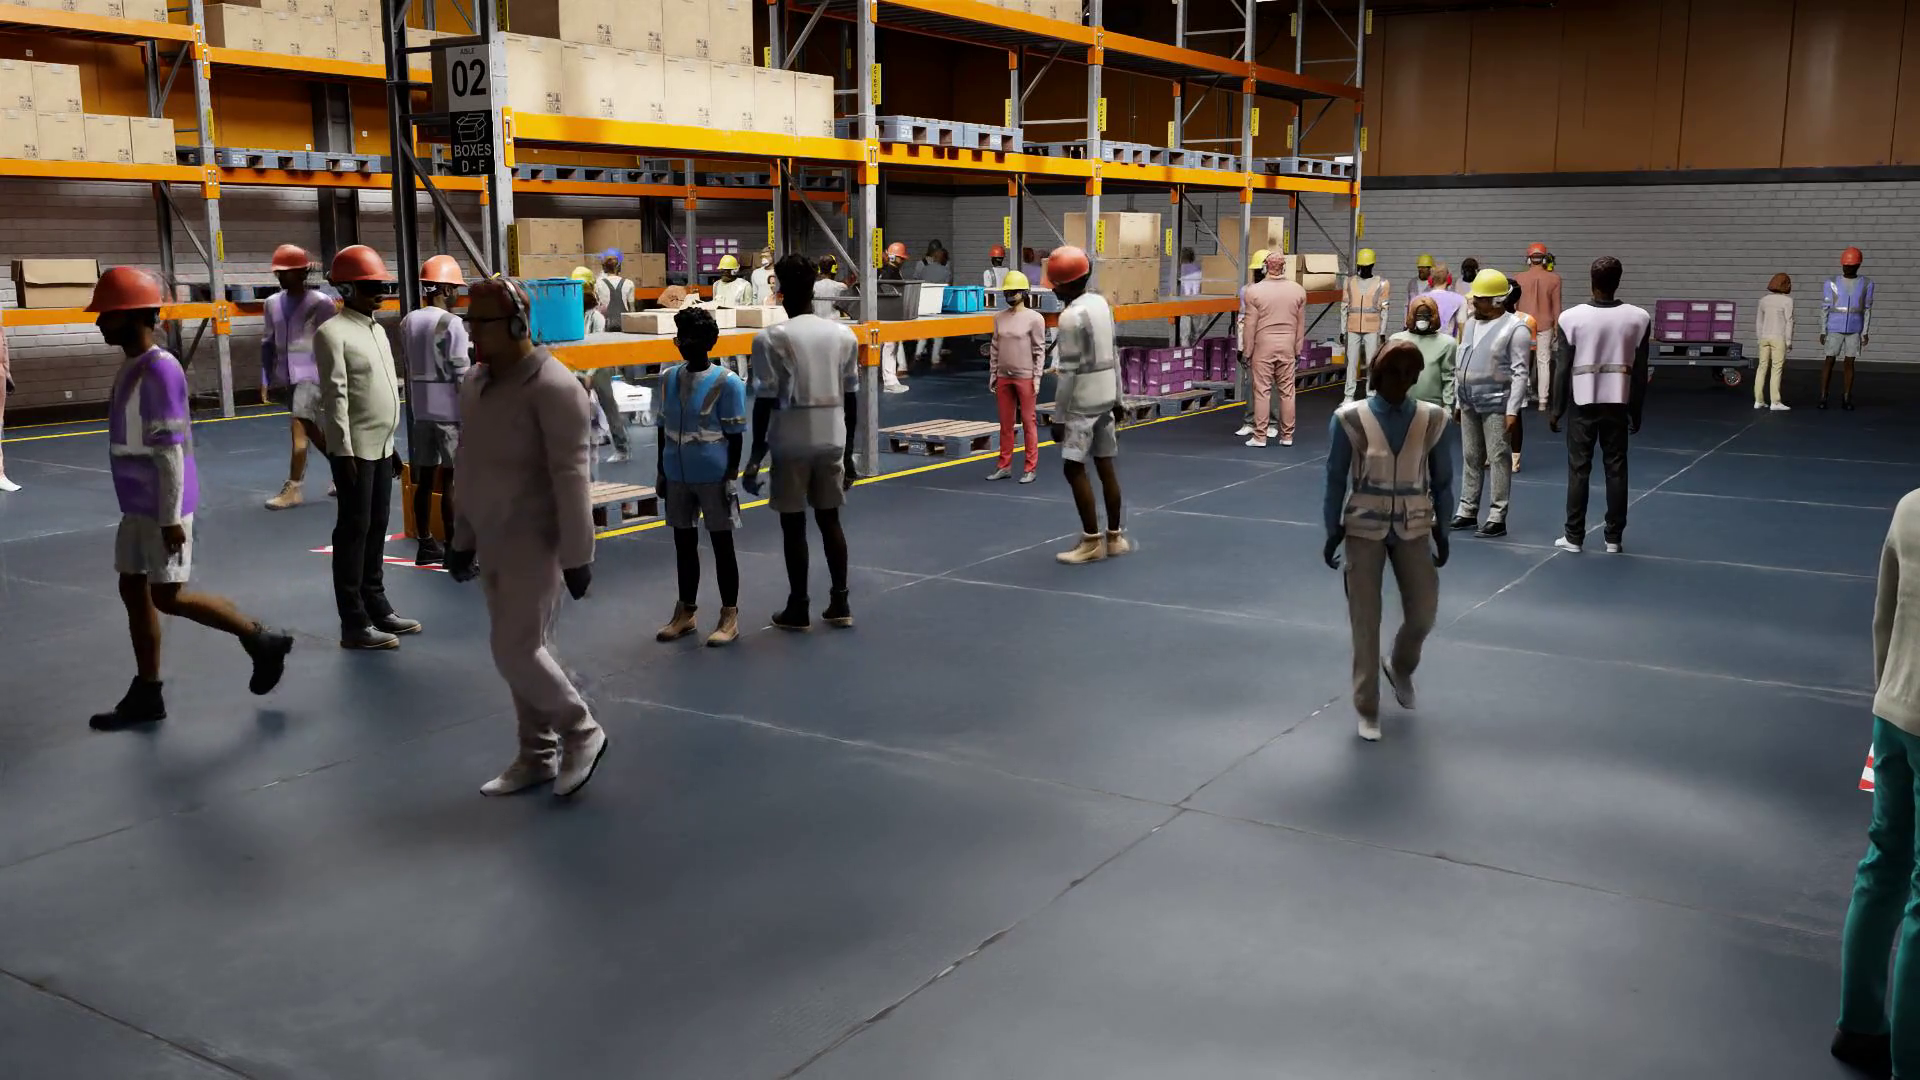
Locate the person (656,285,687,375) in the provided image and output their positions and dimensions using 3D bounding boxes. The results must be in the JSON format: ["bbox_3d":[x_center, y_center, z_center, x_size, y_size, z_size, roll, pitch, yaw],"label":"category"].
[{"bbox_3d":[-2.483,-1.398,14.510,0.289,1.632,0.497,-2,10,-13],"label":"person"}]

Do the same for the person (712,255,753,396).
[{"bbox_3d":[-2.966,-2.766,21.541,0.599,1.827,0.403,4,11,22],"label":"person"}]

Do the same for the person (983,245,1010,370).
[{"bbox_3d":[0.586,-3.607,25.893,0.545,1.942,0.350,-6,12,-32],"label":"person"}]

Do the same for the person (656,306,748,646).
[{"bbox_3d":[-1.307,-0.316,8.338,0.535,1.697,0.318,5,11,27],"label":"person"}]

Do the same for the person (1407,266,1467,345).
[{"bbox_3d":[4.732,-1.854,16.693,0.595,1.776,0.902,8,13,37],"label":"person"}]

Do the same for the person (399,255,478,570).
[{"bbox_3d":[-3.184,-0.783,10.287,0.543,1.932,0.384,6,12,31],"label":"person"}]

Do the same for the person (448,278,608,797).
[{"bbox_3d":[-1.599,0.016,5.970,0.415,1.894,0.661,-9,14,-42],"label":"person"}]

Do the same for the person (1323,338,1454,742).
[{"bbox_3d":[1.755,-0.012,6.840,0.535,1.630,0.499,1,10,4],"label":"person"}]

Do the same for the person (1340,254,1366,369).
[{"bbox_3d":[6.215,-3.591,26.137,0.458,1.824,0.648,7,12,33],"label":"person"}]

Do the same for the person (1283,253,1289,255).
[{"bbox_3d":[5.302,-3.714,26.744,0.362,1.858,0.507,-3,11,-18],"label":"person"}]

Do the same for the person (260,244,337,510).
[{"bbox_3d":[-5.054,-1.275,12.835,0.625,2.001,1.041,4,11,19],"label":"person"}]

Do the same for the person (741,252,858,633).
[{"bbox_3d":[-0.807,-0.493,8.585,0.624,1.966,0.371,-8,13,-36],"label":"person"}]

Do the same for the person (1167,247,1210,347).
[{"bbox_3d":[3.460,-3.477,25.233,0.648,1.911,0.759,1,10,3],"label":"person"}]

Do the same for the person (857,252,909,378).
[{"bbox_3d":[-1.188,-3.280,24.356,0.960,1.835,0.596,-3,11,-18],"label":"person"}]

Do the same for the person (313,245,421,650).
[{"bbox_3d":[-2.968,-0.463,8.318,0.378,1.996,0.611,1,10,4],"label":"person"}]

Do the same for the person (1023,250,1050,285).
[{"bbox_3d":[1.131,-3.725,26.772,0.708,1.865,0.620,9,14,42],"label":"person"}]

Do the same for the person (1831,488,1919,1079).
[{"bbox_3d":[2.322,0.454,3.879,0.318,1.767,0.534,0,10,2],"label":"person"}]

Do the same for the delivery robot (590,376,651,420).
[{"bbox_3d":[-3.707,-1.535,17.994,0.707,0.478,0.477,-8,13,-39],"label":"delivery robot"}]

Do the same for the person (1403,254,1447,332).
[{"bbox_3d":[6.237,-2.925,22.413,0.586,1.833,0.403,8,13,38],"label":"person"}]

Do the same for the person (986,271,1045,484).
[{"bbox_3d":[0.465,-1.354,13.894,0.524,1.770,0.315,7,13,35],"label":"person"}]

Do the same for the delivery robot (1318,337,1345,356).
[{"bbox_3d":[5.568,-2.805,25.033,0.707,0.478,0.477,-1,10,-5],"label":"delivery robot"}]

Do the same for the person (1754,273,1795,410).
[{"bbox_3d":[9.753,-2.374,19.911,0.286,1.633,0.500,-4,11,-21],"label":"person"}]

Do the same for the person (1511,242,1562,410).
[{"bbox_3d":[6.840,-2.537,19.821,0.610,1.993,0.380,3,11,14],"label":"person"}]

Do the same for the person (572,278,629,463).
[{"bbox_3d":[-3.364,-1.499,14.930,0.494,1.684,0.939,7,13,36],"label":"person"}]

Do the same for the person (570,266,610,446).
[{"bbox_3d":[-3.680,-1.807,16.412,0.525,1.768,0.319,6,12,32],"label":"person"}]

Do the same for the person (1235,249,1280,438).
[{"bbox_3d":[3.112,-2.008,17.075,0.591,1.923,0.381,7,13,35],"label":"person"}]

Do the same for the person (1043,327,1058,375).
[{"bbox_3d":[1.502,-3.408,25.065,0.429,1.842,0.632,-6,12,-30],"label":"person"}]

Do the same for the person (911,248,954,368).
[{"bbox_3d":[-0.436,-3.647,26.227,0.680,1.906,0.583,8,13,36],"label":"person"}]

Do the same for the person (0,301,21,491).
[{"bbox_3d":[-7.816,-1.303,13.222,0.403,1.906,0.651,4,11,21],"label":"person"}]

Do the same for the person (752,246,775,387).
[{"bbox_3d":[-2.604,-3.057,22.852,0.627,1.941,0.370,4,11,23],"label":"person"}]

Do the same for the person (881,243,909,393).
[{"bbox_3d":[-0.869,-2.961,22.191,0.392,1.986,0.610,2,10,9],"label":"person"}]

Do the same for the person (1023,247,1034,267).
[{"bbox_3d":[1.226,-4.506,31.035,0.337,1.881,0.584,-3,11,-15],"label":"person"}]

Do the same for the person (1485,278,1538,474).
[{"bbox_3d":[4.731,-1.423,14.460,0.317,1.698,0.540,-9,14,-42],"label":"person"}]

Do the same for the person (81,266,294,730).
[{"bbox_3d":[-3.281,-0.181,6.969,0.732,1.922,0.543,-9,13,-40],"label":"person"}]

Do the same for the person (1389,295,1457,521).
[{"bbox_3d":[3.307,-0.947,12.008,0.498,1.633,0.283,3,11,18],"label":"person"}]

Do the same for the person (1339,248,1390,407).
[{"bbox_3d":[4.879,-2.555,20.113,0.586,1.924,0.370,5,11,26],"label":"person"}]

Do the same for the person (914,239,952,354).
[{"bbox_3d":[-0.437,-4.336,29.656,0.689,2.000,0.538,4,11,21],"label":"person"}]

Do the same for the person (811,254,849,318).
[{"bbox_3d":[-1.471,-2.252,18.606,0.521,1.865,0.334,2,10,12],"label":"person"}]

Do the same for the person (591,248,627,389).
[{"bbox_3d":[-4.552,-2.767,21.291,0.615,1.925,0.641,0,10,-1],"label":"person"}]

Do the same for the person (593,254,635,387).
[{"bbox_3d":[-4.282,-2.612,20.659,0.507,1.842,0.351,-4,11,-21],"label":"person"}]

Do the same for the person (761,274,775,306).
[{"bbox_3d":[-2.134,-2.312,19.547,0.513,1.642,0.311,5,11,26],"label":"person"}]

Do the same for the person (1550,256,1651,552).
[{"bbox_3d":[4.134,-0.867,10.771,0.588,1.920,0.392,1,10,6],"label":"person"}]

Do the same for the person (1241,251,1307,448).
[{"bbox_3d":[3.048,-1.852,16.264,0.636,1.910,0.404,-2,10,-12],"label":"person"}]

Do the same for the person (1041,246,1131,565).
[{"bbox_3d":[0.819,-0.844,10.487,0.422,1.996,0.792,6,12,31],"label":"person"}]

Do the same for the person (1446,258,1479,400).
[{"bbox_3d":[6.557,-2.723,21.389,0.632,1.809,0.915,4,11,23],"label":"person"}]

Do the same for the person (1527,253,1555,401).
[{"bbox_3d":[7.232,-2.649,20.805,0.436,1.860,0.569,-4,11,-20],"label":"person"}]

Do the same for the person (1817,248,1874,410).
[{"bbox_3d":[10.573,-2.512,19.857,0.547,1.929,0.385,4,11,20],"label":"person"}]

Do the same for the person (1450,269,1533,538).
[{"bbox_3d":[3.596,-0.929,11.381,0.404,1.825,0.586,-5,11,-26],"label":"person"}]
